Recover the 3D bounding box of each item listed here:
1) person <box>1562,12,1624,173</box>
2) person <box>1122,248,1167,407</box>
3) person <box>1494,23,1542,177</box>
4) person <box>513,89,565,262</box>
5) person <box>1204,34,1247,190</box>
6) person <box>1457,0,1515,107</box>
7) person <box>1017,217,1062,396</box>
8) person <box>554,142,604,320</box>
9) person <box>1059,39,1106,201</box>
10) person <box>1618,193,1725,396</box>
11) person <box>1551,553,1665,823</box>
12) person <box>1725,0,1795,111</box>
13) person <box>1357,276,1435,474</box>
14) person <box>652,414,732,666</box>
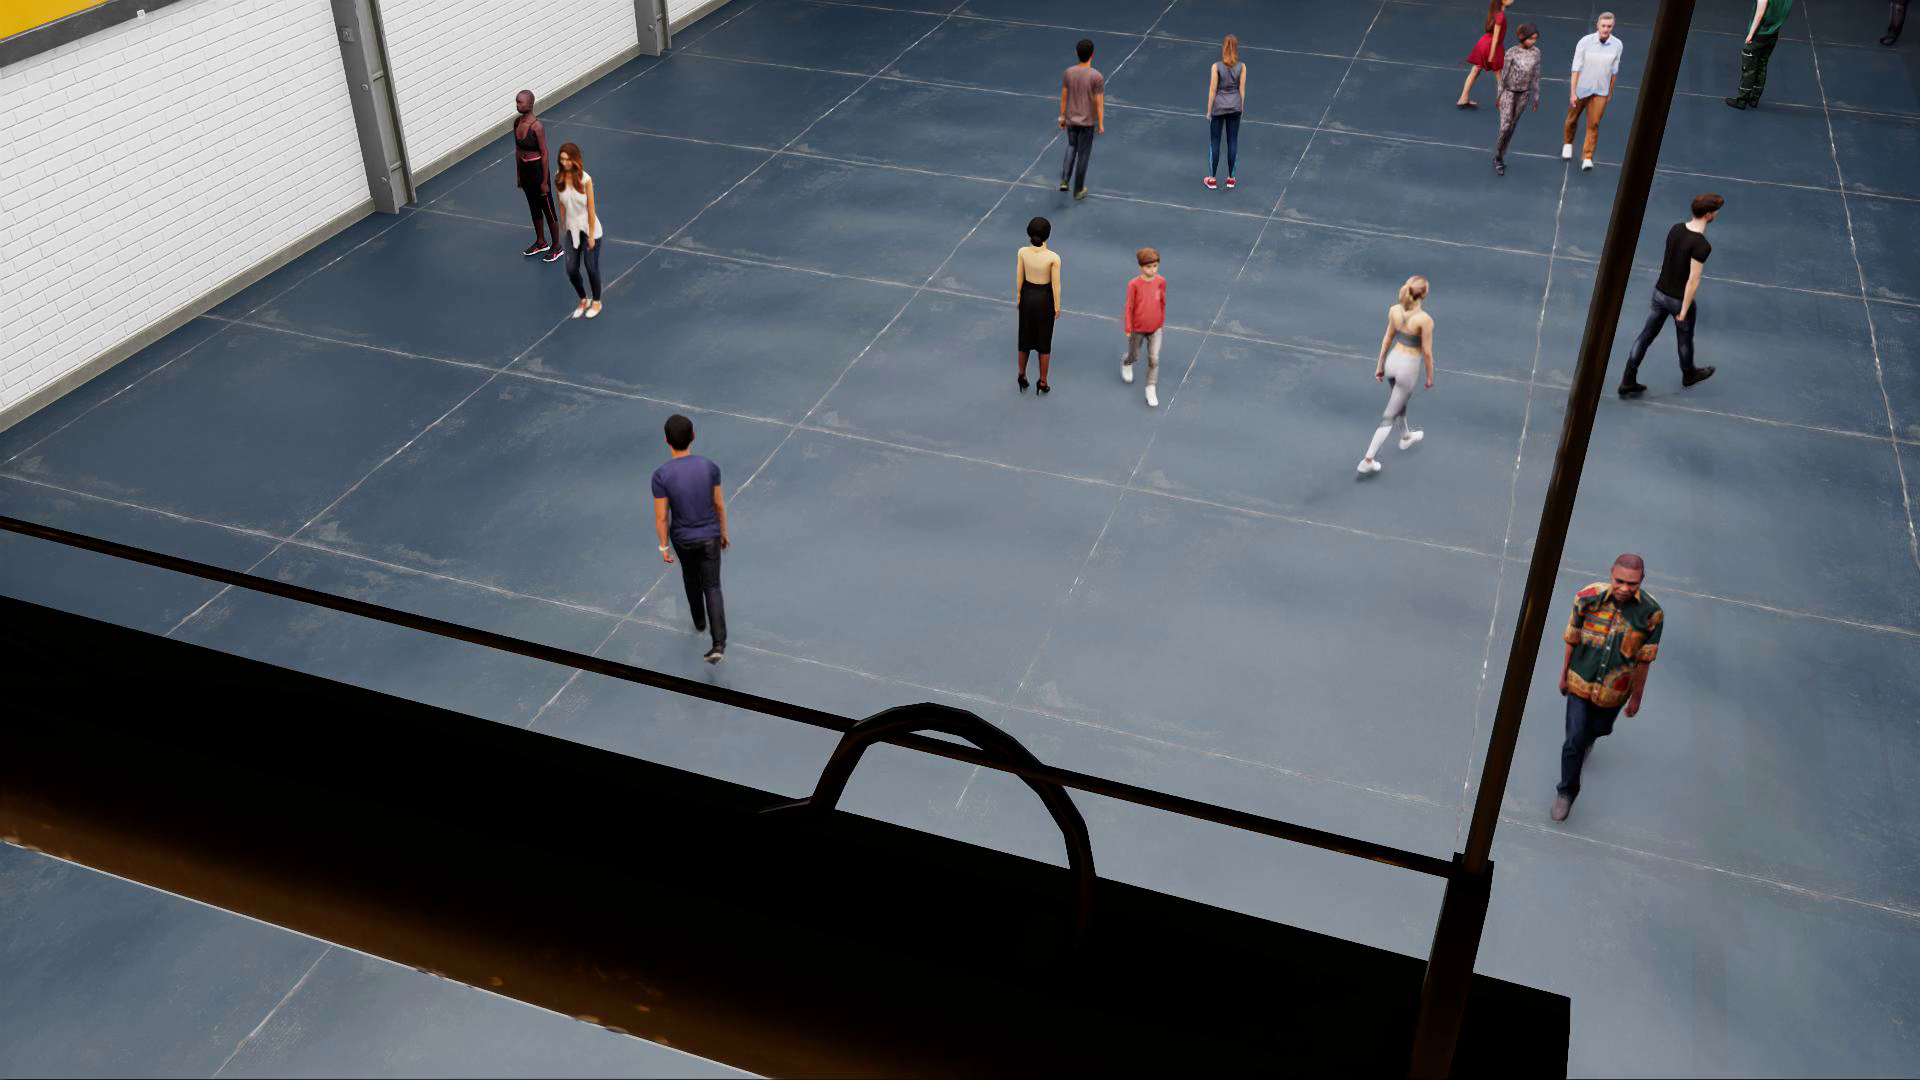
[{"bbox_3d":[7.254,-5.213,19.223,0.830,1.776,1.213,6,34,9],"label":"person"},{"bbox_3d":[1.606,-1.919,14.609,0.793,1.398,0.949,-6,34,-9],"label":"person"},{"bbox_3d":[6.365,-5.117,19.151,0.760,1.697,0.892,-3,34,-5],"label":"person"},{"bbox_3d":[-4.340,-3.747,17.033,0.640,1.758,0.604,21,39,28],"label":"person"},{"bbox_3d":[2.975,-4.801,18.652,0.647,1.722,0.653,-2,34,-3],"label":"person"},{"bbox_3d":[6.581,-6.154,20.879,0.899,1.509,1.046,-3,34,-5],"label":"person"},{"bbox_3d":[0.667,-2.049,14.576,0.552,1.651,0.516,12,35,17],"label":"person"},{"bbox_3d":[-3.549,-2.978,15.871,0.590,1.766,0.596,9,35,14],"label":"person"},{"bbox_3d":[1.289,-4.577,18.277,0.698,1.765,0.712,17,37,24],"label":"person"},{"bbox_3d":[6.122,-2.089,14.458,1.173,1.849,1.155,-12,35,-17],"label":"person"},{"bbox_3d":[3.931,0.813,10.155,0.724,1.778,1.145,13,36,19],"label":"person"},{"bbox_3d":[10.074,-6.347,20.869,0.743,1.843,0.796,-13,36,-19],"label":"person"},{"bbox_3d":[3.522,-1.303,13.446,1.197,1.660,0.966,-24,41,-32],"label":"person"},{"bbox_3d":[-1.786,0.054,11.331,1.051,1.742,1.211,-9,35,-14],"label":"person"}]
